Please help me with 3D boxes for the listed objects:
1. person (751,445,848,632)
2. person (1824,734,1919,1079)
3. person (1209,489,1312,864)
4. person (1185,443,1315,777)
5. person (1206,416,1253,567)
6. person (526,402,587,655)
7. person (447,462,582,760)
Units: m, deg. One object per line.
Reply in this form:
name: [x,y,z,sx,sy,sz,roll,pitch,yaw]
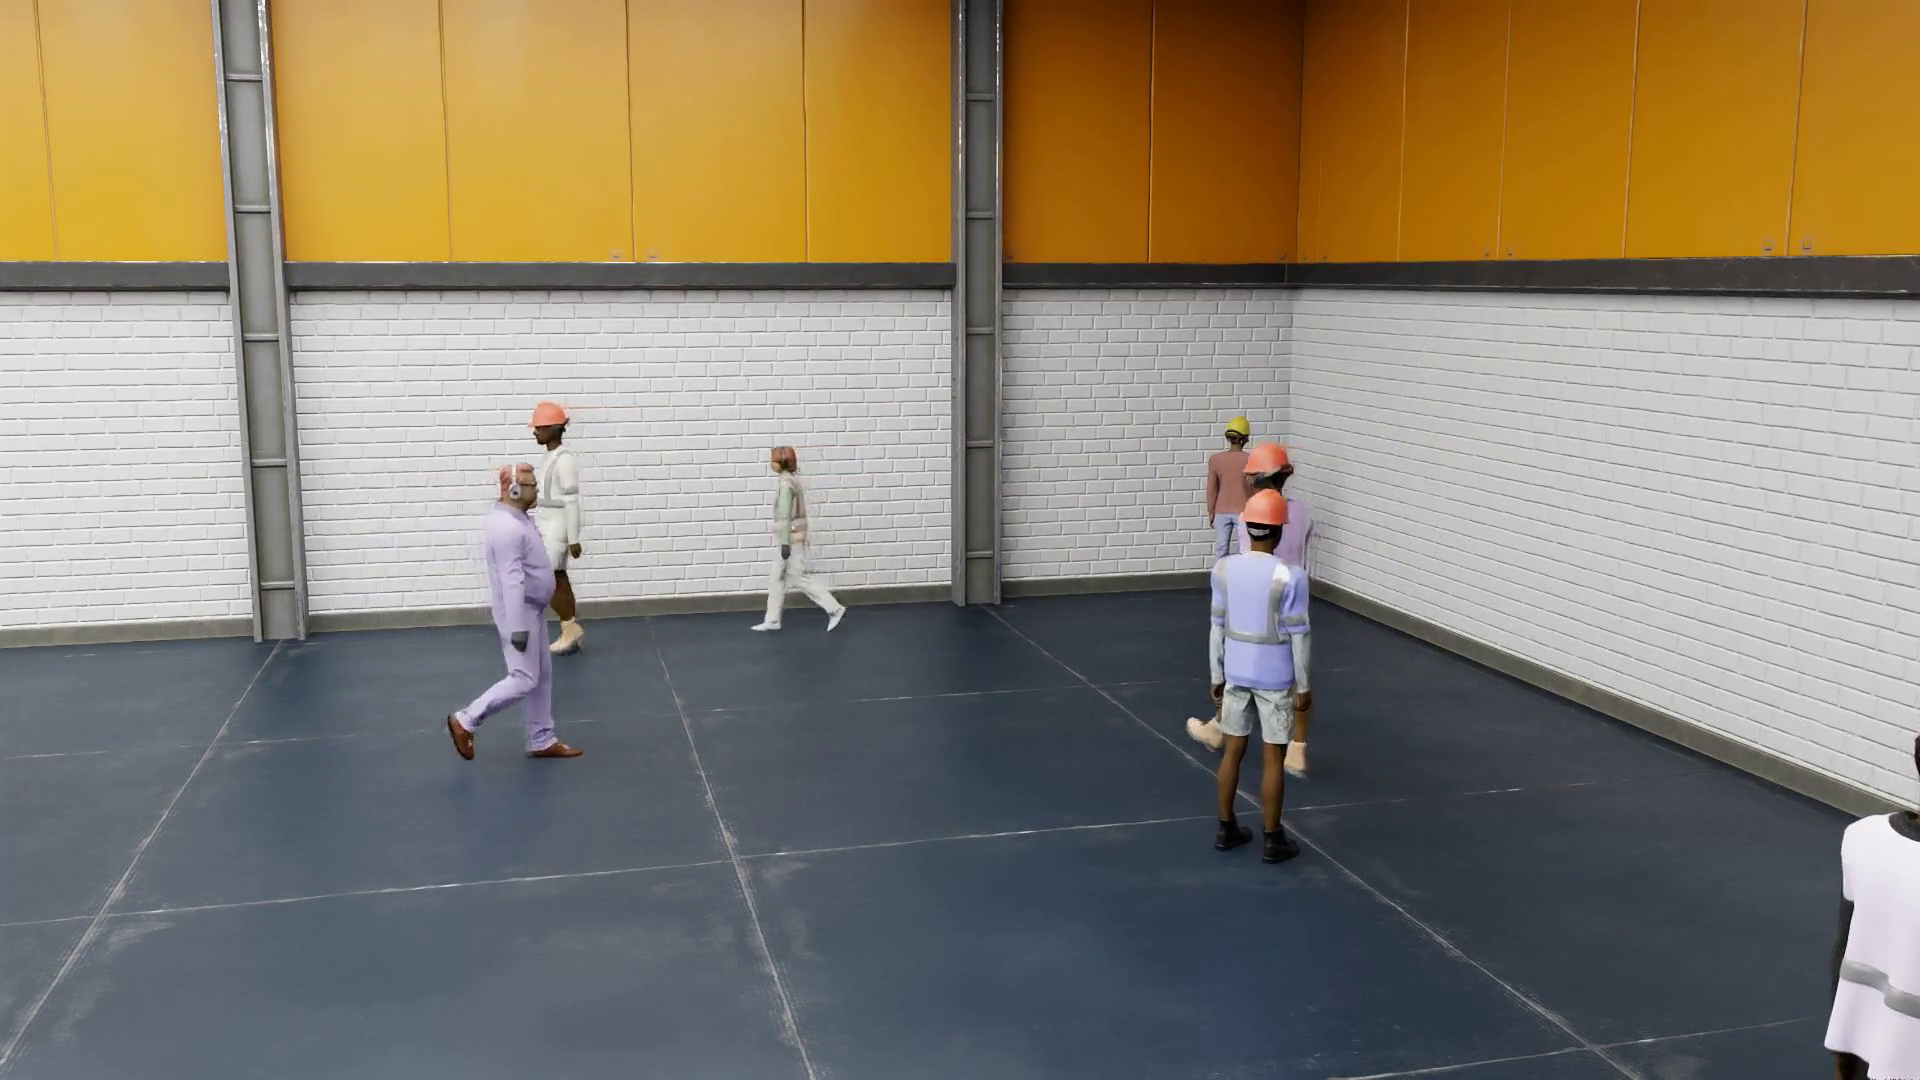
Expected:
person: [-1.357,-0.003,14.025,0.770,1.613,0.525,-1,9,-4]
person: [2.508,1.392,4.344,0.398,1.918,0.601,-1,9,-7]
person: [1.564,0.698,8.638,0.548,1.930,0.377,8,12,41]
person: [1.832,0.398,10.260,0.633,2.000,1.000,-6,11,-33]
person: [2.462,-0.222,14.883,0.526,1.769,0.330,5,10,28]
person: [-3.228,-0.082,13.192,0.442,2.024,0.625,-3,10,-20]
person: [-2.758,0.459,10.239,0.707,1.890,0.654,-1,9,-7]
